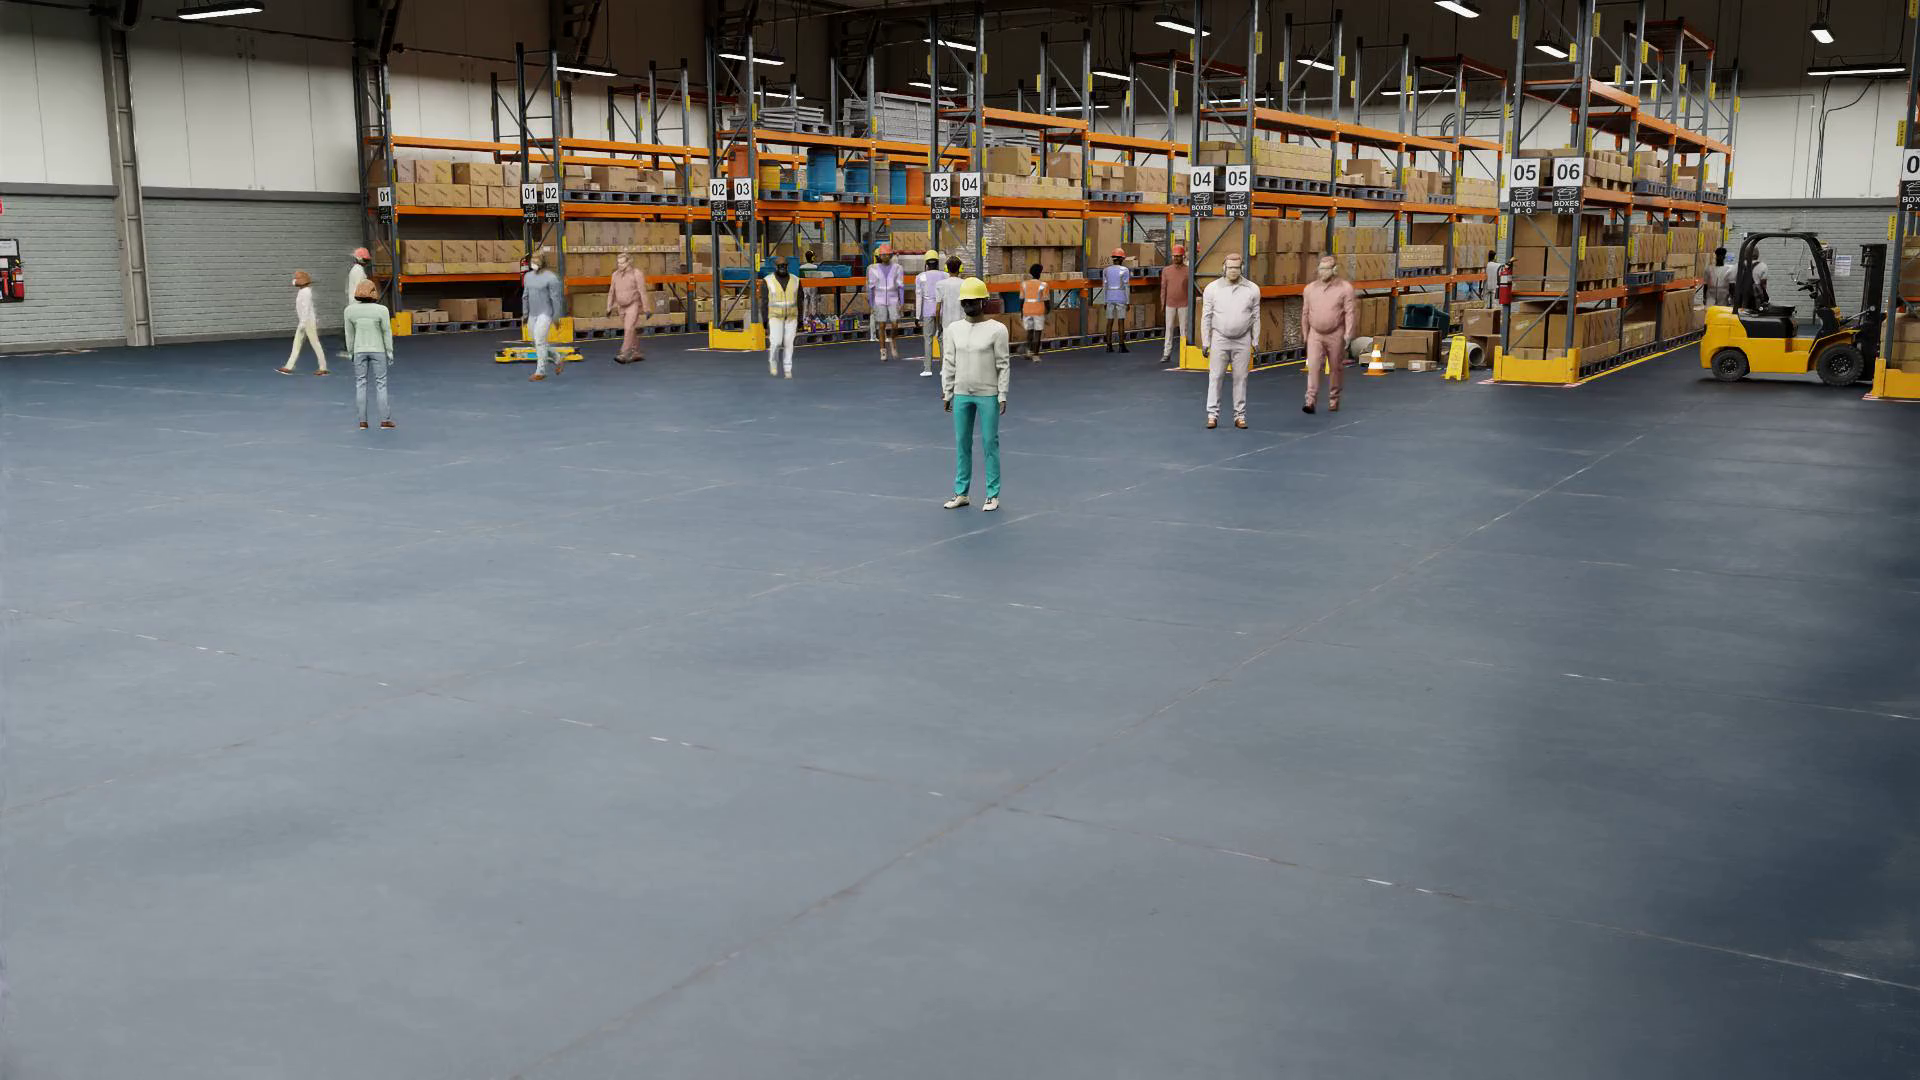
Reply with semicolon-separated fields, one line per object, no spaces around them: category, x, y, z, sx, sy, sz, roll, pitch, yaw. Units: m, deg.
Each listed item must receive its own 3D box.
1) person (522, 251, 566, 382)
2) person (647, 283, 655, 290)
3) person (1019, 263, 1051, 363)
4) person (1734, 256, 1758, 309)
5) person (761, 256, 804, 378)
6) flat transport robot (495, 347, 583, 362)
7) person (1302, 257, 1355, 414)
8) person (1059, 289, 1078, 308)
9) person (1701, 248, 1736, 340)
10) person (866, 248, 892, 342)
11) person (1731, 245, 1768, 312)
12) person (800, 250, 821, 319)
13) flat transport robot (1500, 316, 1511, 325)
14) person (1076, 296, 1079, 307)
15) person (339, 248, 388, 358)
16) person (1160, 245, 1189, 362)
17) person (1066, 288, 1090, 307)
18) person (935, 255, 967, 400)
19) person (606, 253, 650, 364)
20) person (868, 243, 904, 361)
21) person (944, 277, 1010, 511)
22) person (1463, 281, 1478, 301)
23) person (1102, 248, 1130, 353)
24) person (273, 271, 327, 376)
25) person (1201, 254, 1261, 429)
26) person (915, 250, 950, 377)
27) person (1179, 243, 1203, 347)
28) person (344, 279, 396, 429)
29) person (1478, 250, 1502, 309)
person;-6.130;-3.310;24.580;0.630;1.915;0.770;7;12;33
person;-7.141;-5.895;39.147;0.547;1.884;0.996;6;12;30
person;1.292;-3.847;28.243;0.548;1.678;0.437;5;11;24
person;16.676;-5.203;35.193;0.662;1.906;0.879;3;11;19
person;-2.653;-3.327;24.944;0.627;1.829;0.444;-4;11;-20
flat transport robot;-7.229;-3.193;28.533;1.431;0.197;0.652;-3;11;-16
person;4.385;-2.439;19.872;0.660;1.855;0.999;5;11;25
person;2.639;-6.096;40.388;0.625;1.846;0.429;8;13;37
person;15.086;-4.846;33.142;0.612;1.918;0.962;6;12;32
person;-1.649;-5.001;34.019;0.591;1.926;0.386;7;12;36
person;15.728;-4.915;33.218;0.691;2.000;0.793;7;12;34
person;-3.245;-5.352;36.142;0.521;1.874;0.327;5;11;27
flat transport robot;13.288;-5.395;40.861;0.652;0.197;1.431;3;10;14
person;3.389;-7.210;46.361;0.372;1.940;0.627;-10;14;-44
person;-10.634;-4.185;29.466;1.001;1.933;0.636;-6;12;-31
person;3.702;-4.010;28.275;0.611;1.996;0.387;4;11;21
person;2.813;-5.942;39.574;0.566;1.833;0.417;0;10;-1
person;-0.069;-2.747;21.542;0.513;1.876;0.328;1;10;4
person;-5.644;-3.900;28.077;0.738;1.842;0.998;6;12;28
person;-1.269;-4.083;28.613;0.623;2.027;0.481;0;10;-2
person;0.113;-1.096;12.597;0.533;1.767;0.326;5;11;25
person;12.870;-6.275;41.964;0.851;1.643;0.586;2;10;11
person;2.905;-4.425;30.795;0.543;1.928;0.374;6;12;29
person;-10.056;-3.280;25.275;0.801;1.592;0.523;-7;12;-33
person;2.962;-2.161;18.178;0.652;1.904;0.402;0;10;1
person;-0.410;-3.440;25.307;0.585;1.917;0.382;-3;11;-19
person;4.534;-4.745;32.250;0.607;2.048;0.370;7;12;33
person;-6.443;-2.024;18.169;0.500;1.633;0.283;-1;10;-4
person;12.525;-5.910;39.312;0.510;1.860;0.333;3;10;14
